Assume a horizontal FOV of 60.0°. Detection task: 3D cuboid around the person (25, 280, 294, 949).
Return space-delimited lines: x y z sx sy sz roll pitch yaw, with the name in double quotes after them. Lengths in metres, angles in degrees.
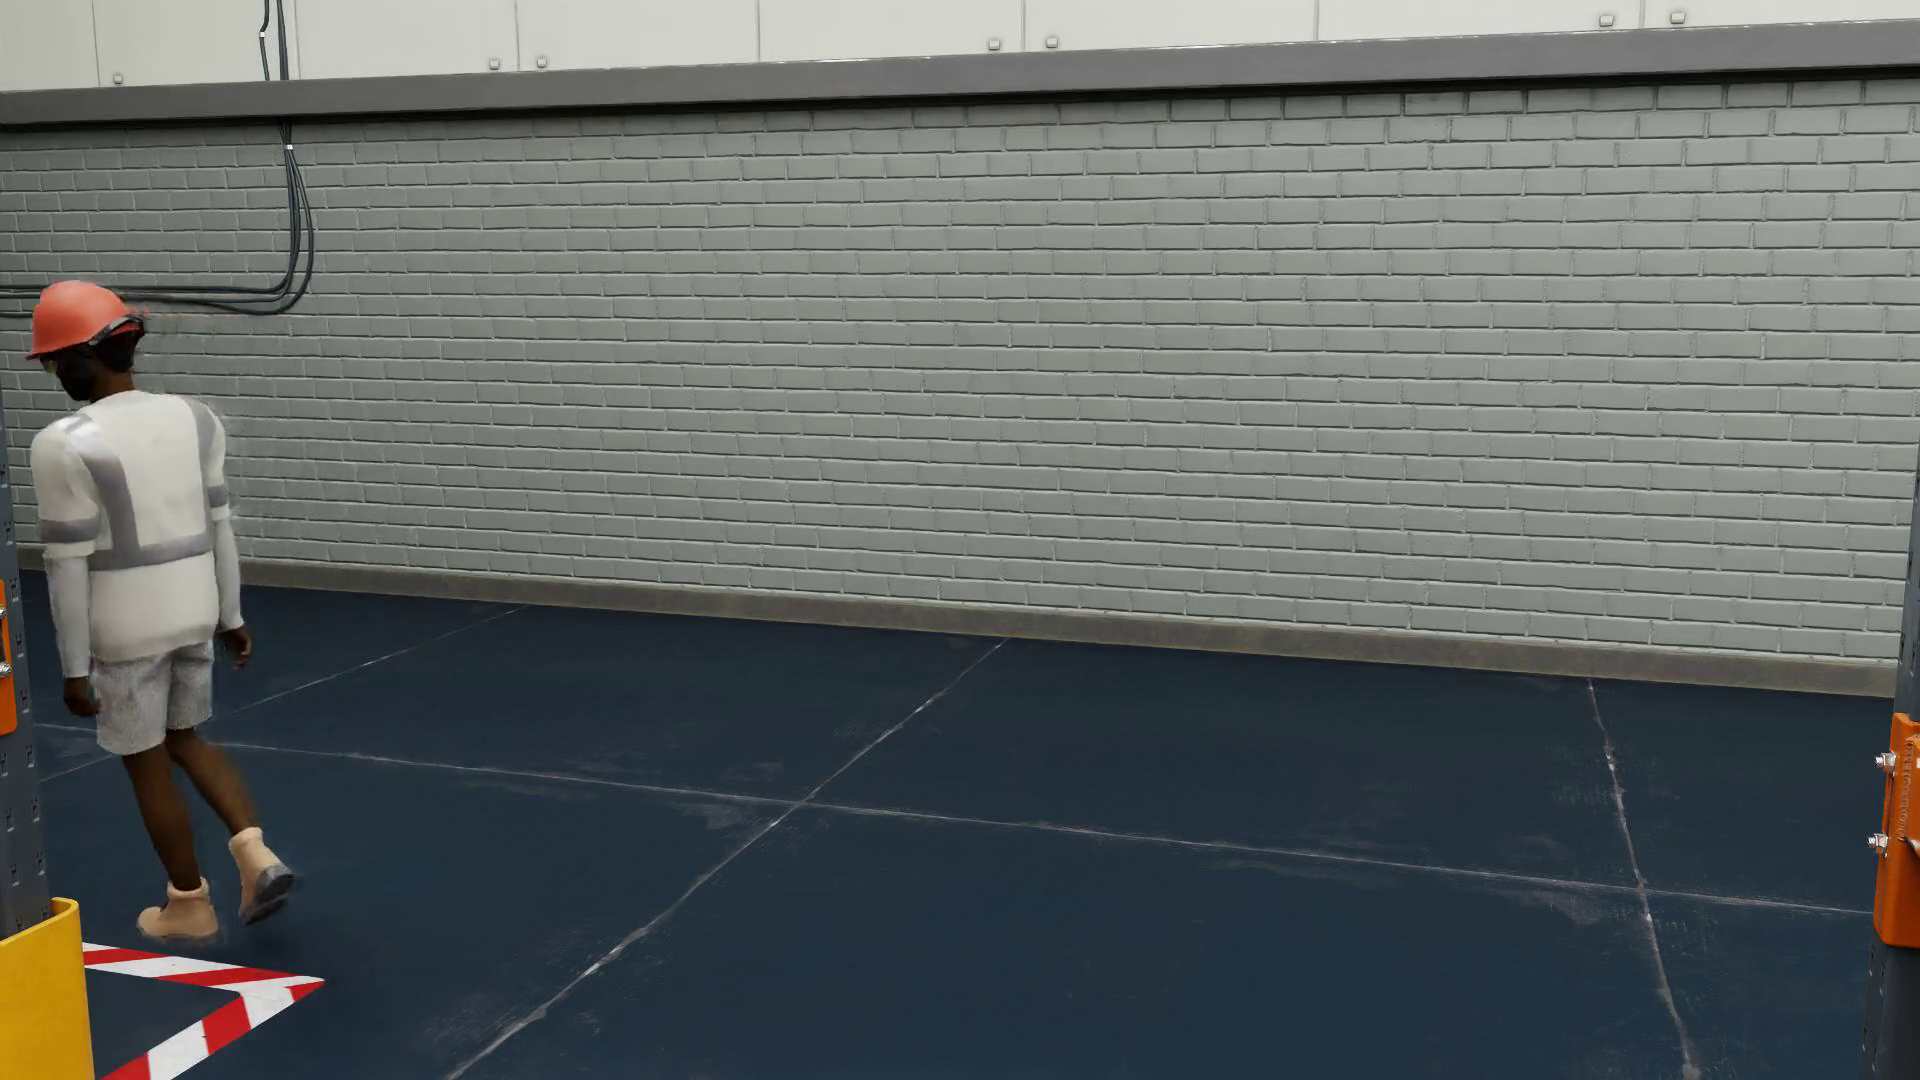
-2.367 0.258 4.865 0.536 2.015 0.643 4 10 22 "person"
